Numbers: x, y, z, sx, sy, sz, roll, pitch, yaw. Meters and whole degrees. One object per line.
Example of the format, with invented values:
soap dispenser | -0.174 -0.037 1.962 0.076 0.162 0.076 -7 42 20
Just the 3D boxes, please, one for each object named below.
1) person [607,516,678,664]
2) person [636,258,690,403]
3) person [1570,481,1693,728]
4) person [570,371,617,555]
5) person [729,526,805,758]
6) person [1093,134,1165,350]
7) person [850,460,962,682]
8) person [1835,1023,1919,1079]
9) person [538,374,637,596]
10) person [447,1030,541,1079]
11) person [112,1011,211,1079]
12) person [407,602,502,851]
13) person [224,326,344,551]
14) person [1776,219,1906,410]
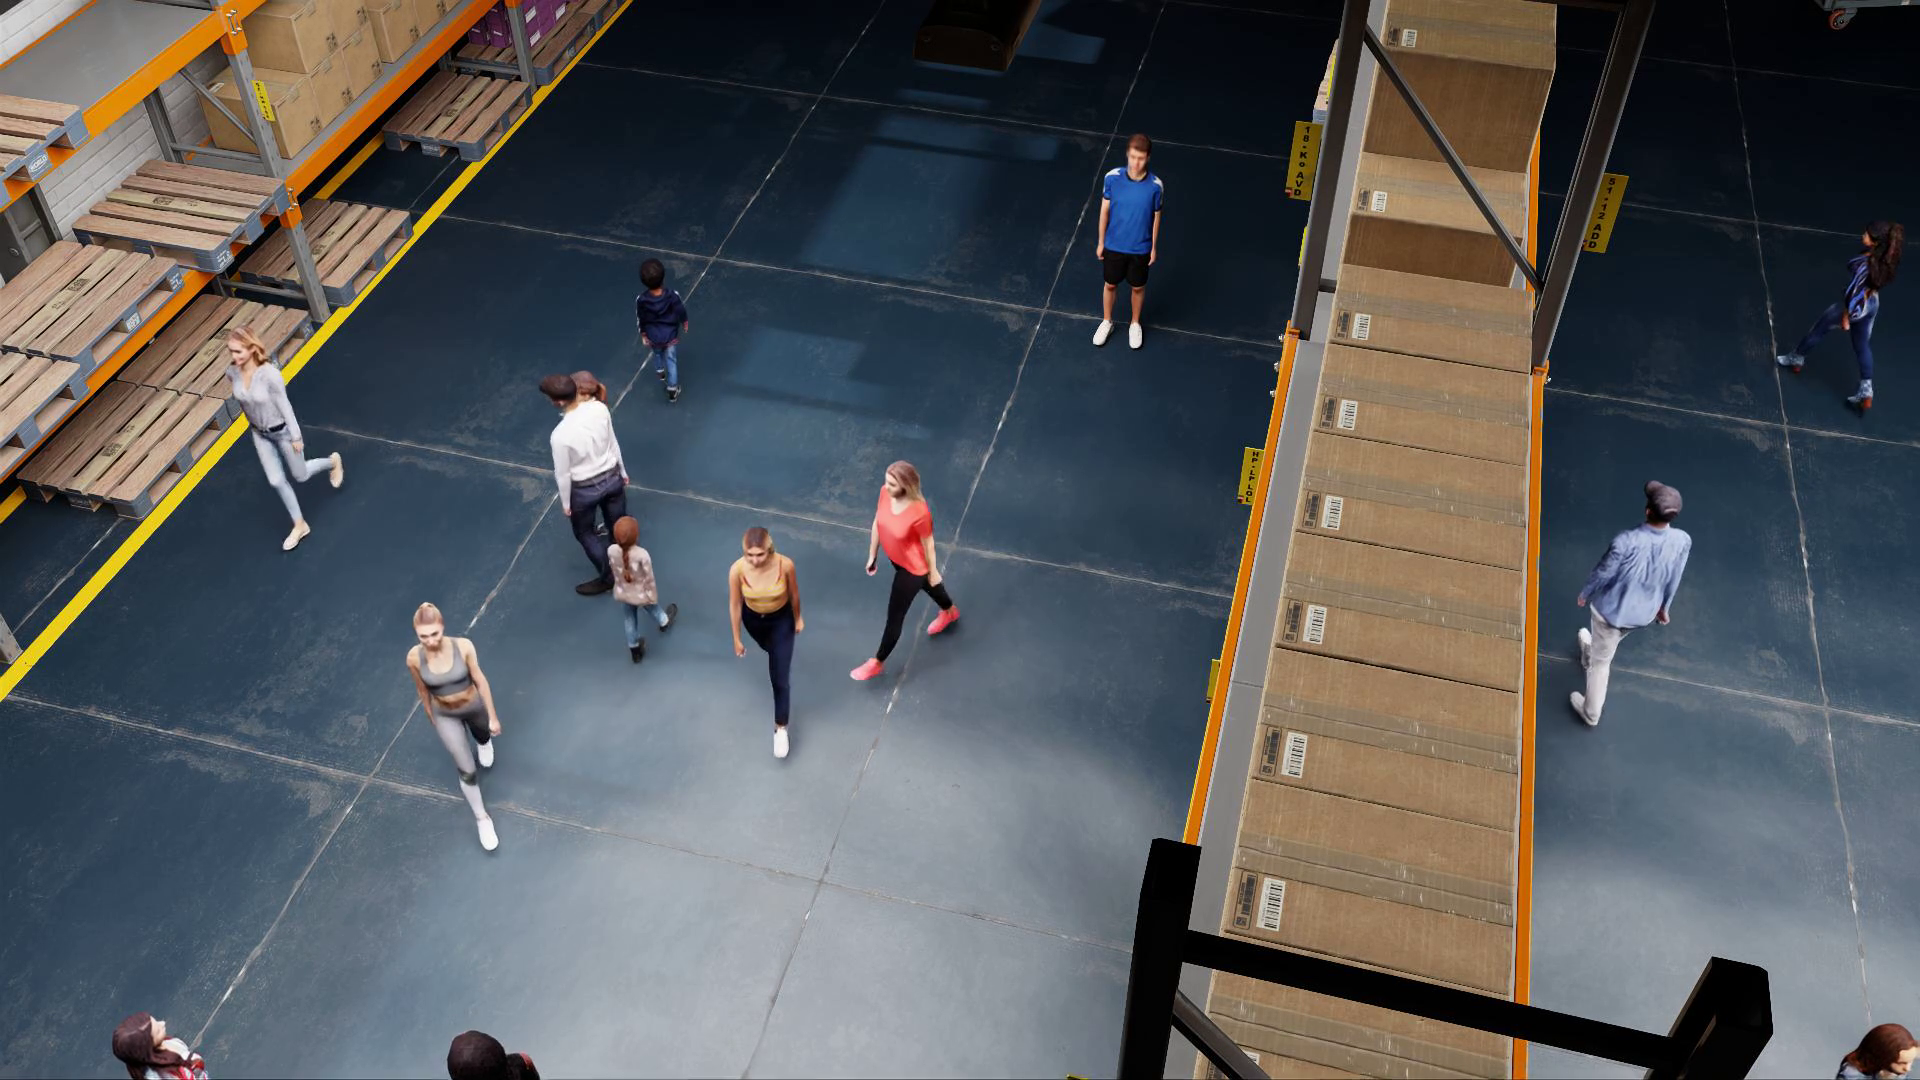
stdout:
person | -2.147 0.351 10.860 0.513 1.179 0.712 9 44 9
person | -2.308 -1.593 12.881 0.643 1.206 0.768 0 44 0
person | 4.124 0.455 10.256 0.878 1.862 1.075 -3 44 -3
person | -2.496 -0.545 11.525 0.686 1.559 0.616 -17 46 -17
person | -1.214 0.470 10.448 0.806 1.574 1.200 -1 44 -1
person | 1.347 -2.379 13.229 0.657 1.865 0.588 7 44 7
person | -0.261 0.110 10.781 1.213 1.637 1.070 -27 50 -26
person | 4.295 2.800 8.074 0.640 1.477 0.684 -18 46 -18
person | -2.412 -0.352 11.119 0.782 1.839 0.867 -22 48 -22
person | -2.063 2.887 7.827 1.147 1.690 1.229 -21 47 -20
person | -3.713 2.749 8.028 0.652 1.614 0.626 26 49 24
person | -2.948 0.966 9.860 0.996 1.668 1.182 -14 45 -14
person | -4.729 -0.794 11.624 0.631 1.783 0.995 13 45 13
person | 6.933 -1.720 12.749 1.075 1.572 1.122 -23 48 -22
